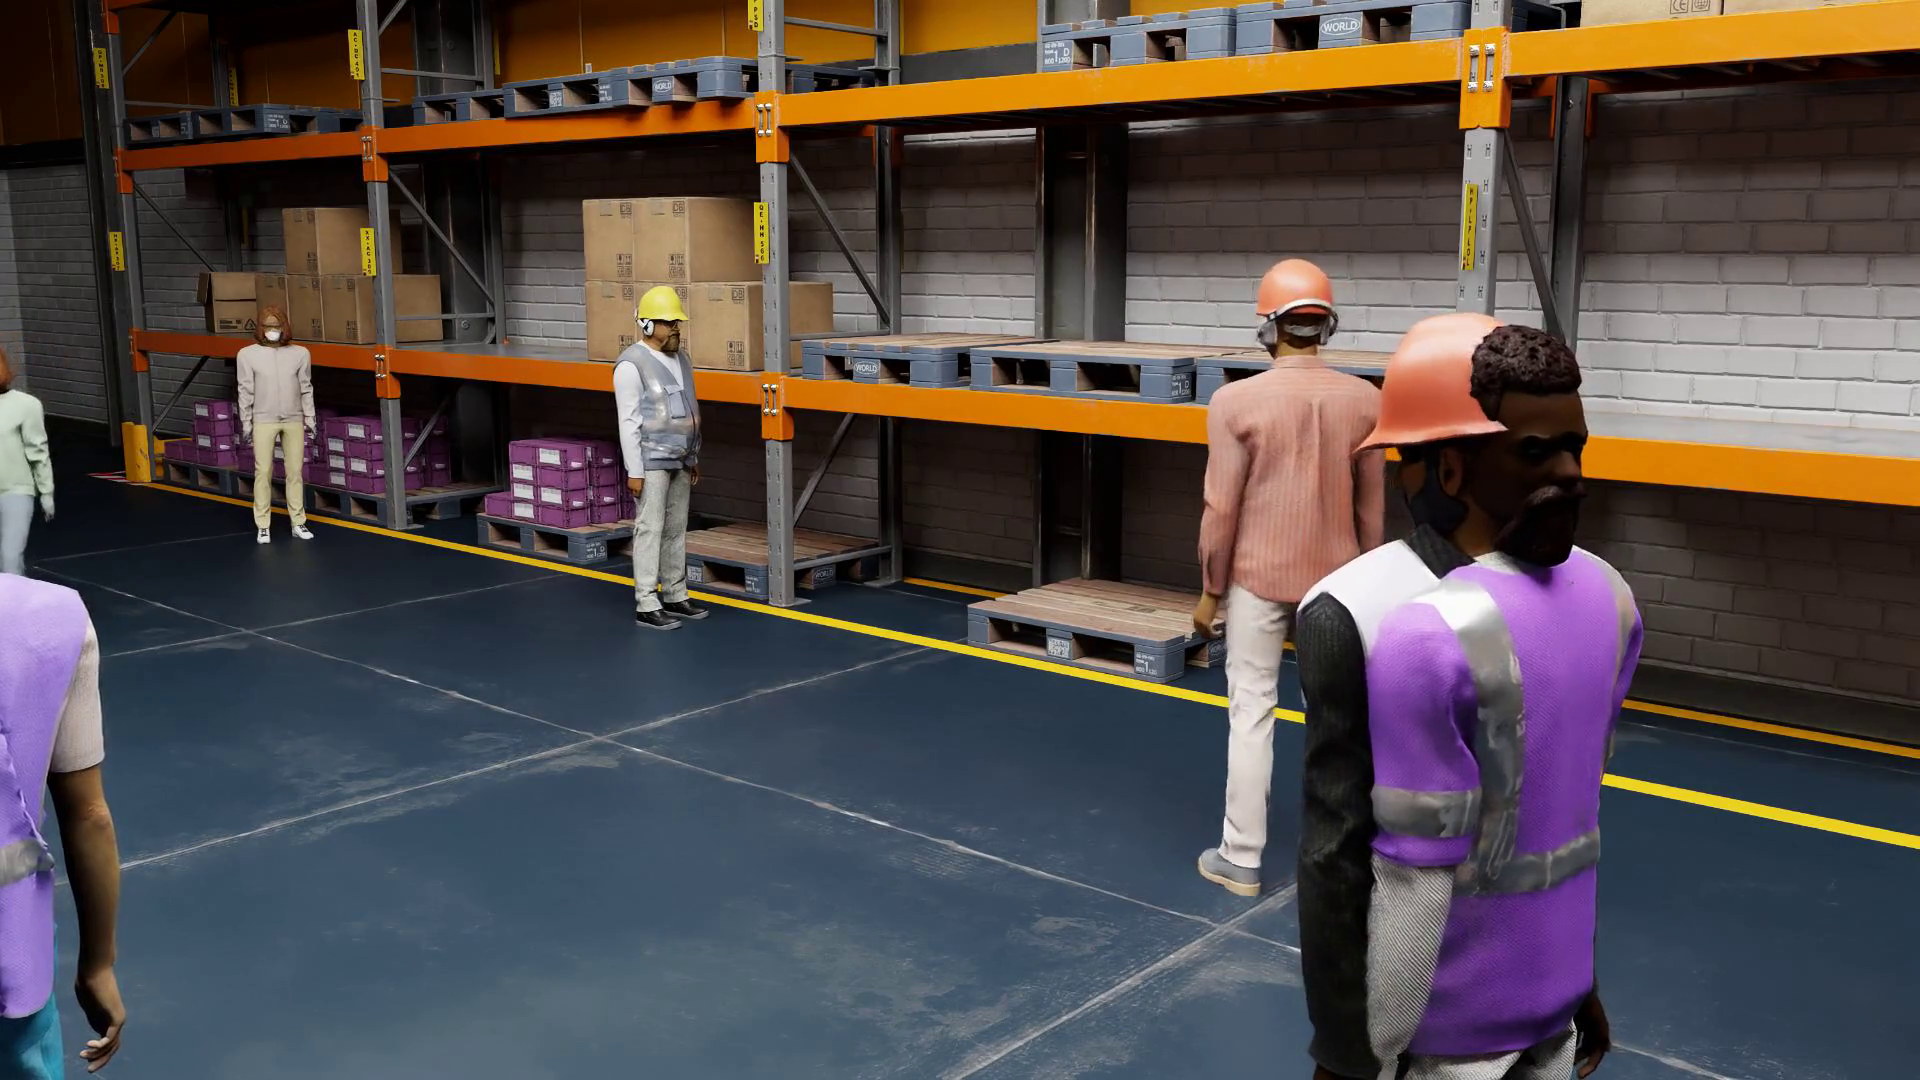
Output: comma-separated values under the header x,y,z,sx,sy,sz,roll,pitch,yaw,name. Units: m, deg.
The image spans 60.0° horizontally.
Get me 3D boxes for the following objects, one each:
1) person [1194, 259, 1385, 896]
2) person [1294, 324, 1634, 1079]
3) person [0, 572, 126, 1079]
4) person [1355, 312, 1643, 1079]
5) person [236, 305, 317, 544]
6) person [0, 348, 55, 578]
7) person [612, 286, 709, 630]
x,y,z,sx,sy,sz,roll,pitch,yaw,name
1.038,0.119,5.254,0.621,1.993,0.388,-3,10,-16,person
0.721,0.648,2.439,0.590,1.920,0.399,-6,12,-30,person
-1.499,0.691,2.400,0.376,1.844,0.571,9,13,42,person
0.723,0.641,2.440,0.543,1.933,0.363,-9,14,-42,person
-4.694,-0.796,11.468,0.503,1.632,0.289,-7,12,-36,person
-4.804,-0.219,8.305,0.501,1.590,0.867,-1,10,-6,person
-1.586,-0.437,8.900,0.403,1.825,0.587,4,11,24,person
